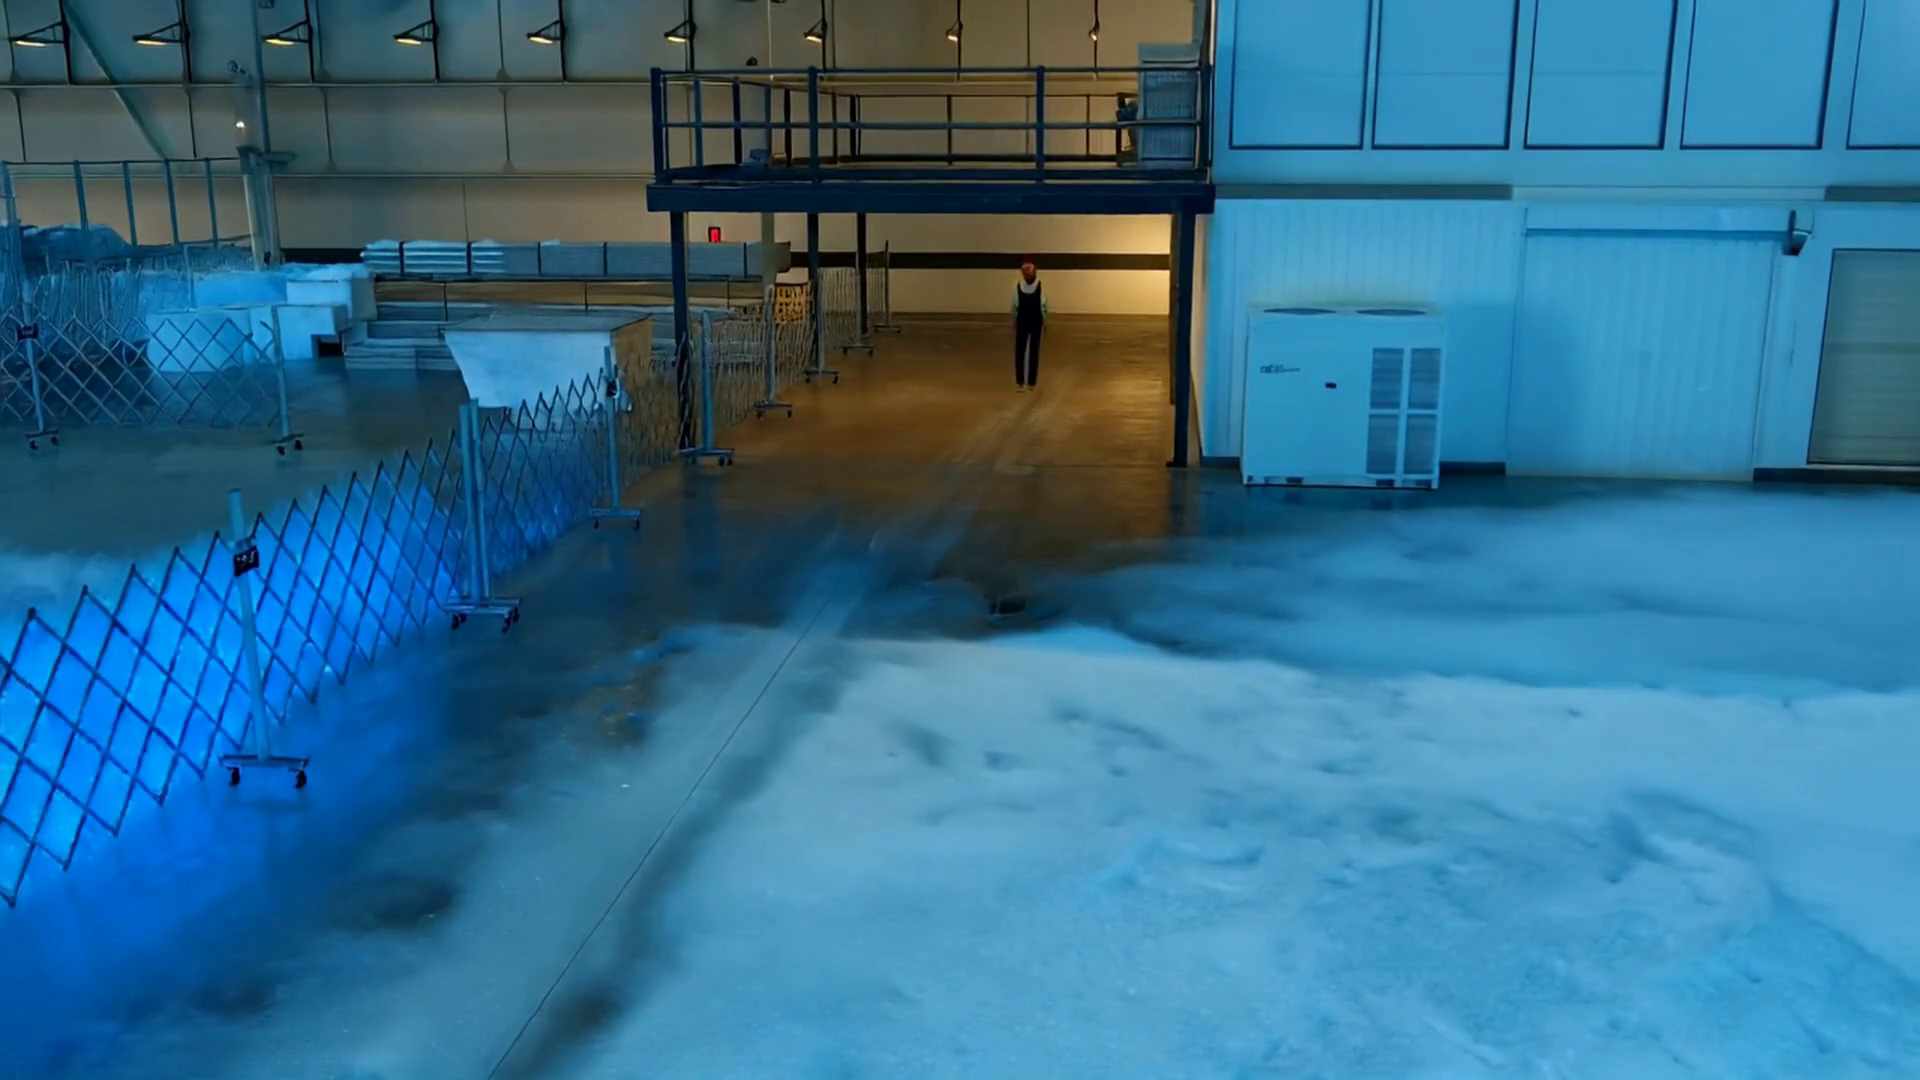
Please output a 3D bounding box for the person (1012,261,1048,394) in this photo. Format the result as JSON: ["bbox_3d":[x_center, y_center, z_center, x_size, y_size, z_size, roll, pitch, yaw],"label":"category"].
[{"bbox_3d":[0.961,-2.911,22.889,0.529,1.827,0.612,2,14,6],"label":"person"}]
